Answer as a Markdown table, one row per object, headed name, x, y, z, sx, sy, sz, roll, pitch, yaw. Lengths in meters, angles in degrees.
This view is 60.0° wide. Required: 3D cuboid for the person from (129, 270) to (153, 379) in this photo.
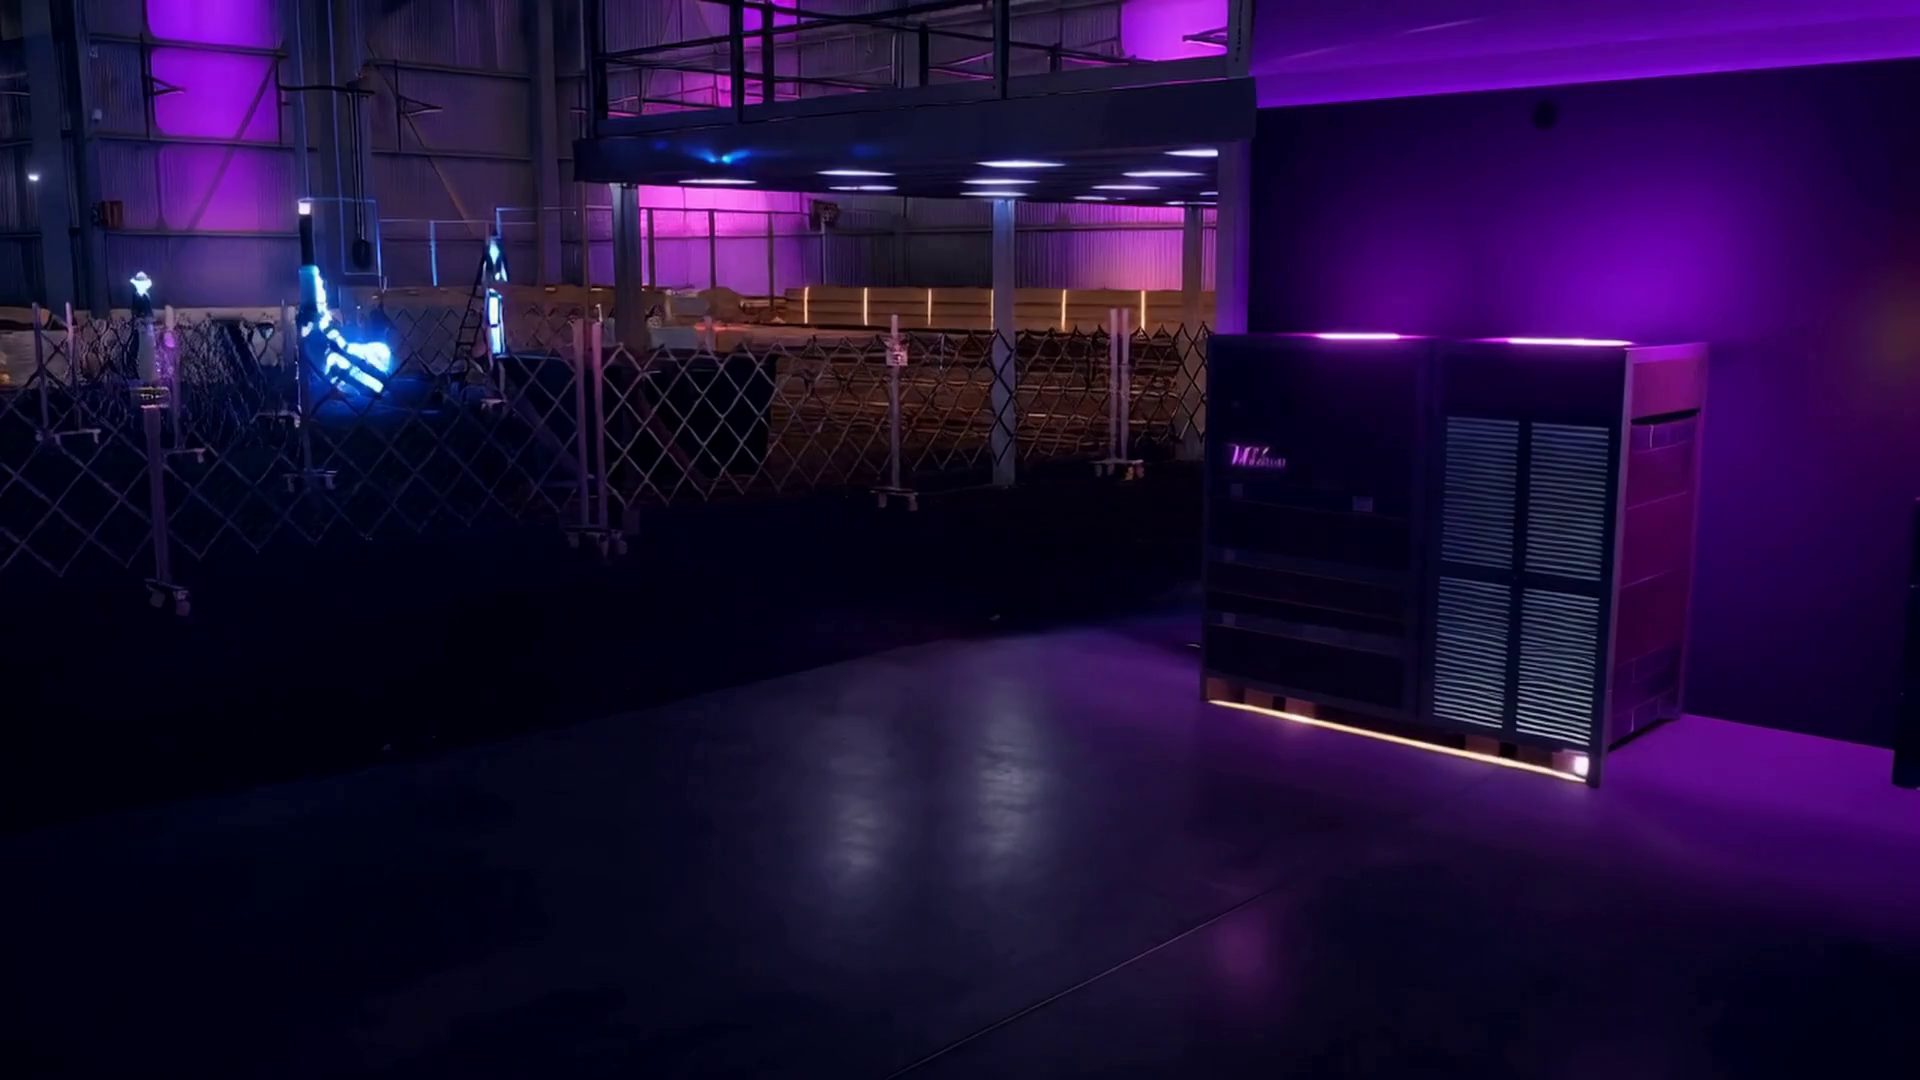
| name | x | y | z | sx | sy | sz | roll | pitch | yaw |
| --- | --- | --- | --- | --- | --- | --- | --- | --- | --- |
| person | -13.489 | -3.424 | 27.498 | 0.373 | 2.044 | 0.608 | -3 | 10 | -20 |
